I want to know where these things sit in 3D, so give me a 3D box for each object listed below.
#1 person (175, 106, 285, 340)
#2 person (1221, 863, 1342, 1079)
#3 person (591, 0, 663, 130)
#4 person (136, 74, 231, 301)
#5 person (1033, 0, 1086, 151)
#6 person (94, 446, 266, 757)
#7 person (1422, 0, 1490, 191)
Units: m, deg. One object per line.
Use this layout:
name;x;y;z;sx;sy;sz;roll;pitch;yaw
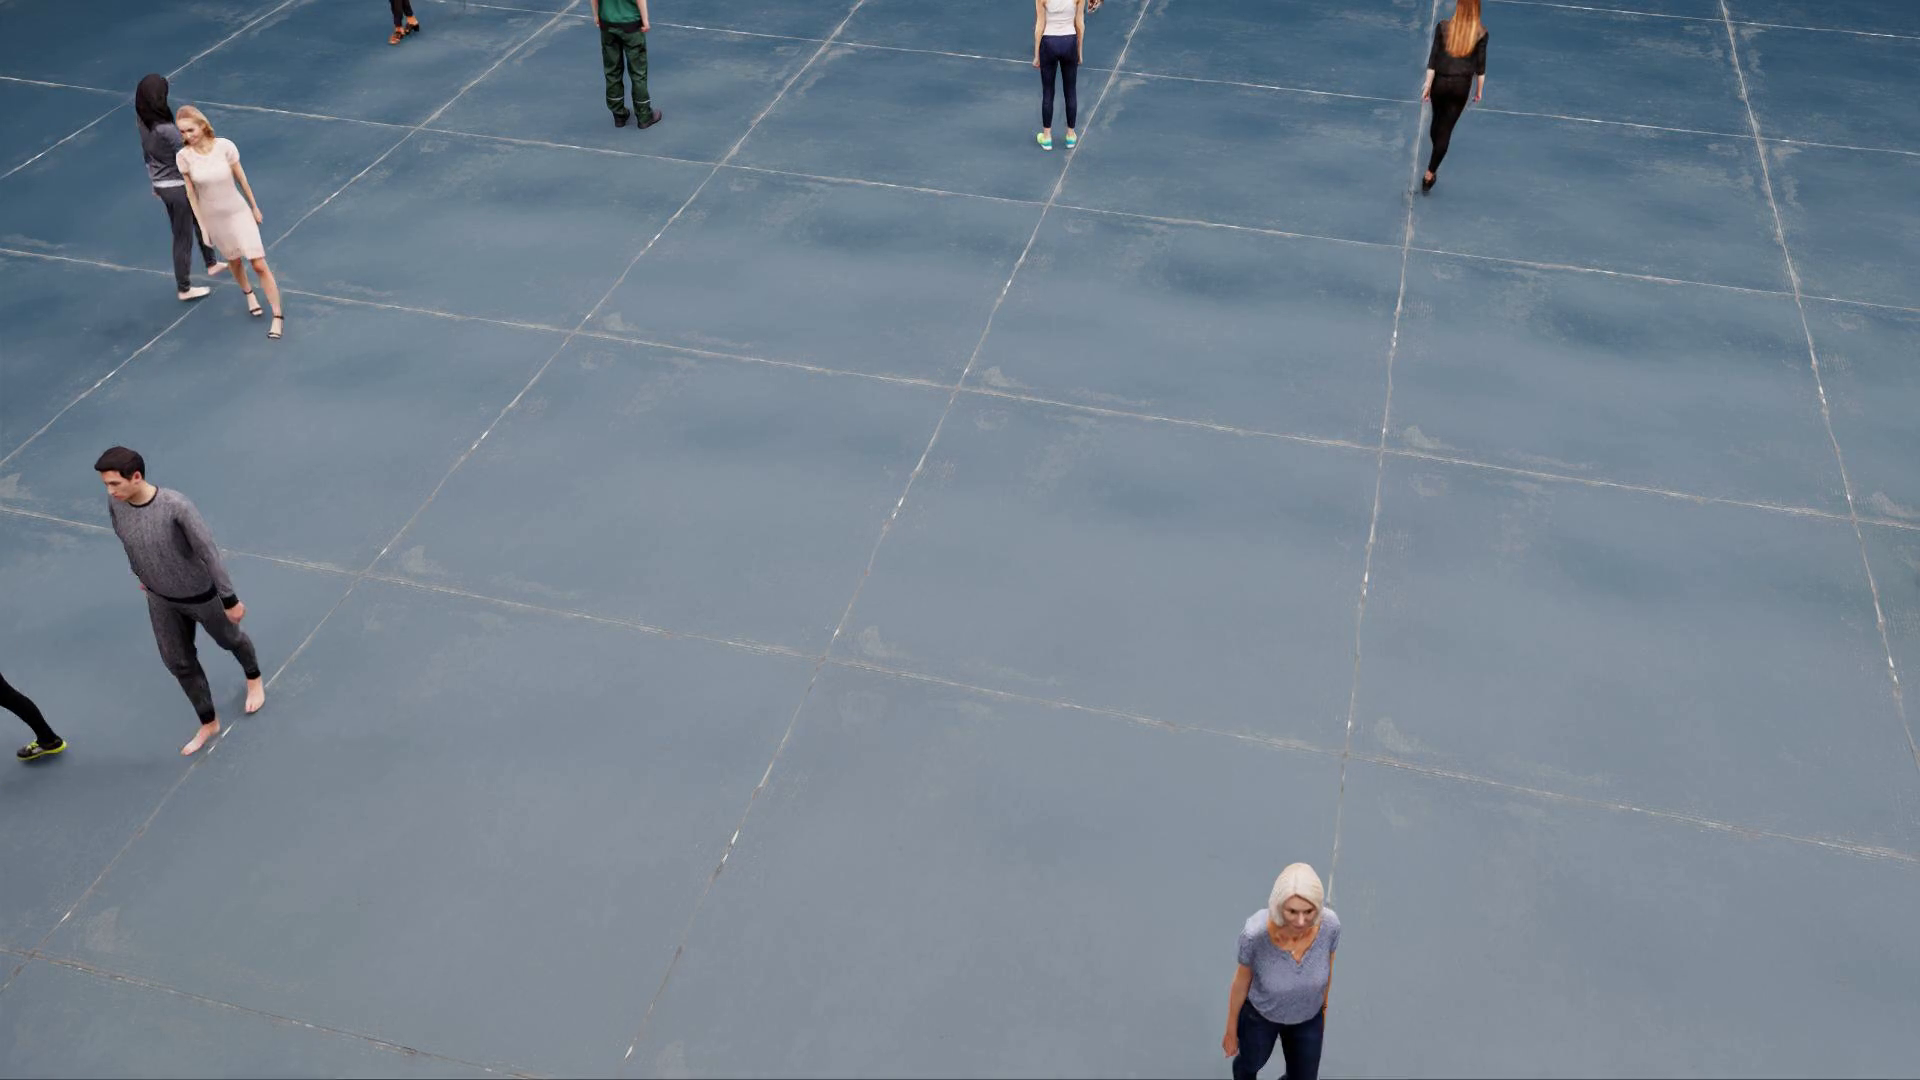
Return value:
person;-5.348;-2.349;12.117;0.993;1.776;1.131;-15;41;-19
person;1.282;1.853;6.801;0.691;1.709;0.711;-4;38;-5
person;-3.053;-4.656;14.964;0.669;1.902;0.572;8;39;10
person;-5.951;-2.583;12.445;0.785;1.741;0.911;25;45;29
person;0.871;-4.294;14.664;0.663;1.702;0.643;-3;38;-4
person;-4.081;0.202;8.823;0.891;1.818;0.943;3;38;4
person;4.116;-3.759;14.008;0.739;1.667;1.152;15;40;18
